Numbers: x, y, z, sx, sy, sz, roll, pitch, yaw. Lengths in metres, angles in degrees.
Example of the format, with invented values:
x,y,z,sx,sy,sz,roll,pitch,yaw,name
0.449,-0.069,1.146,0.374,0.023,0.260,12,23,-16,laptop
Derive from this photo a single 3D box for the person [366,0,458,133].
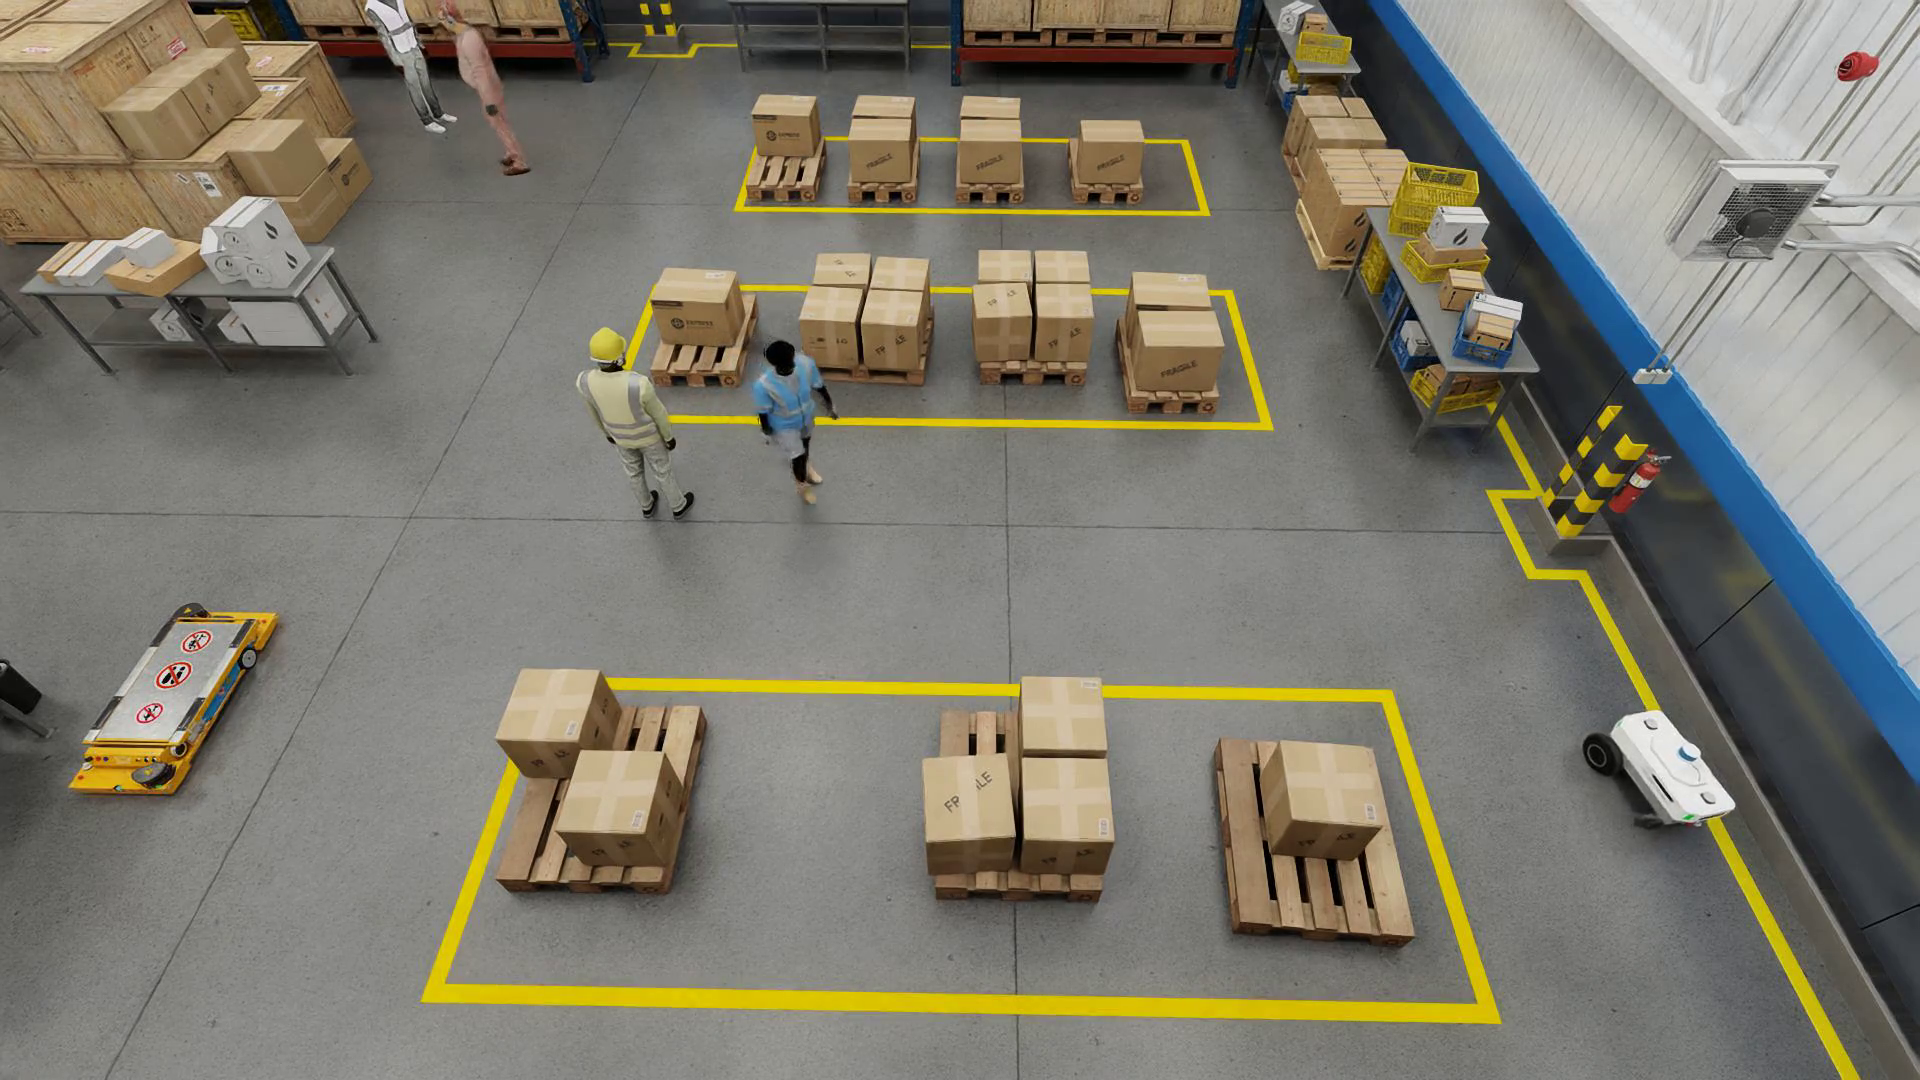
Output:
x,y,z,sx,sy,sz,roll,pitch,yaw,name
-6.935,-6.120,11.464,0.391,1.911,0.586,8,50,7,person

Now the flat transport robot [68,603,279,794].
x,y,z,sx,sy,sz,roll,pitch,yaw,name
-5.504,1.072,6.442,0.652,0.197,1.431,1,50,1,flat transport robot

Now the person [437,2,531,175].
x,y,z,sx,sy,sz,roll,pitch,yaw,name
-5.563,-5.280,10.767,0.401,1.892,0.727,-20,53,-16,person

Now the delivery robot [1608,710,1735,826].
x,y,z,sx,sy,sz,roll,pitch,yaw,name
4.544,1.460,5.869,0.477,0.478,0.707,-9,50,-8,delivery robot

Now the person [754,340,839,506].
x,y,z,sx,sy,sz,roll,pitch,yaw,name
-1.283,-0.958,7.247,0.519,1.654,0.626,36,58,26,person

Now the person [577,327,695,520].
x,y,z,sx,sy,sz,roll,pitch,yaw,name
-2.484,-0.852,7.054,0.590,1.833,0.403,5,50,4,person
